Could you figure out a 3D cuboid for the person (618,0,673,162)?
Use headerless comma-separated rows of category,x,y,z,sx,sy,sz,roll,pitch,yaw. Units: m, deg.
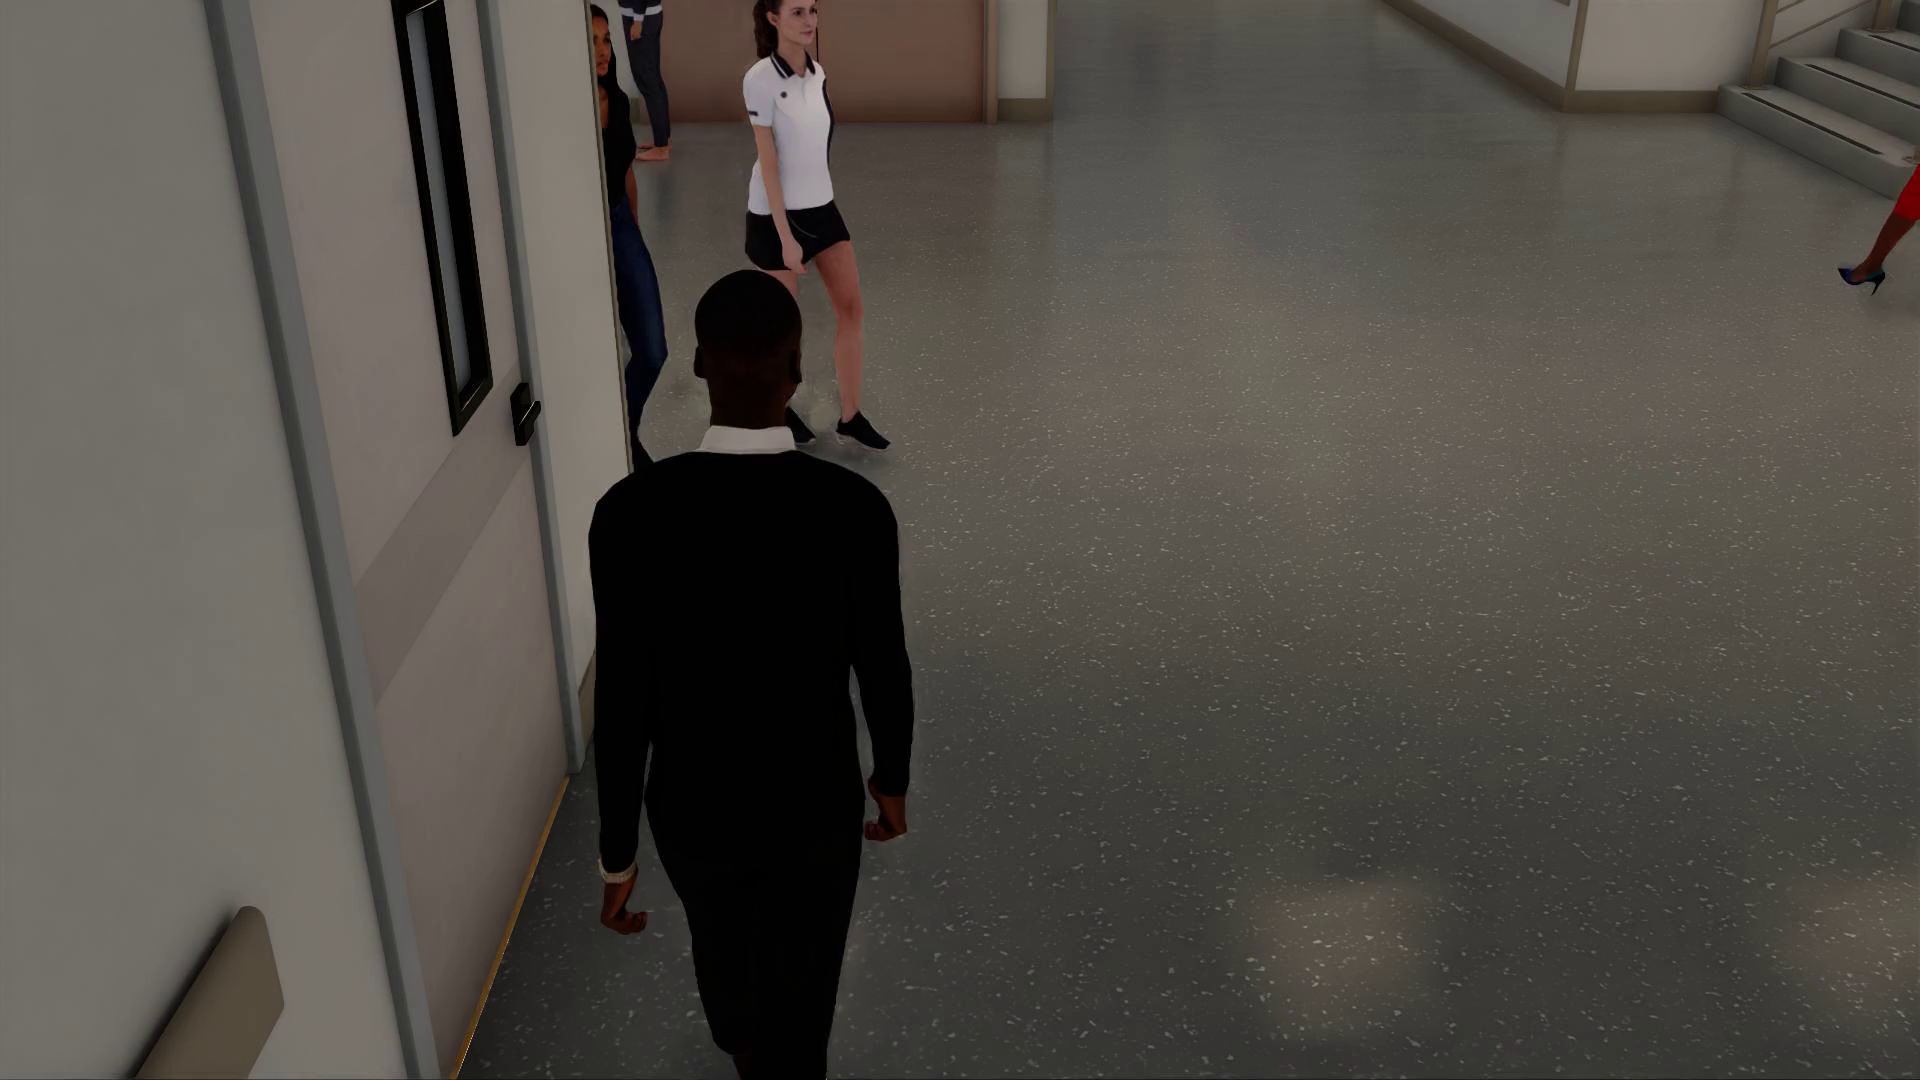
person,-2.022,-3.341,10.609,0.516,1.769,0.622,-1,26,-3

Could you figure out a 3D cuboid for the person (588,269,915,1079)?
person,-0.314,0.510,2.615,1.012,1.777,0.752,-2,26,-4

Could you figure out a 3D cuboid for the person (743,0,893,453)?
person,-0.670,-1.167,6.141,0.903,1.736,0.840,23,34,39

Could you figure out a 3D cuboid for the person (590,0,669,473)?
person,-1.321,-0.977,5.755,0.676,1.728,0.742,-21,33,-37
